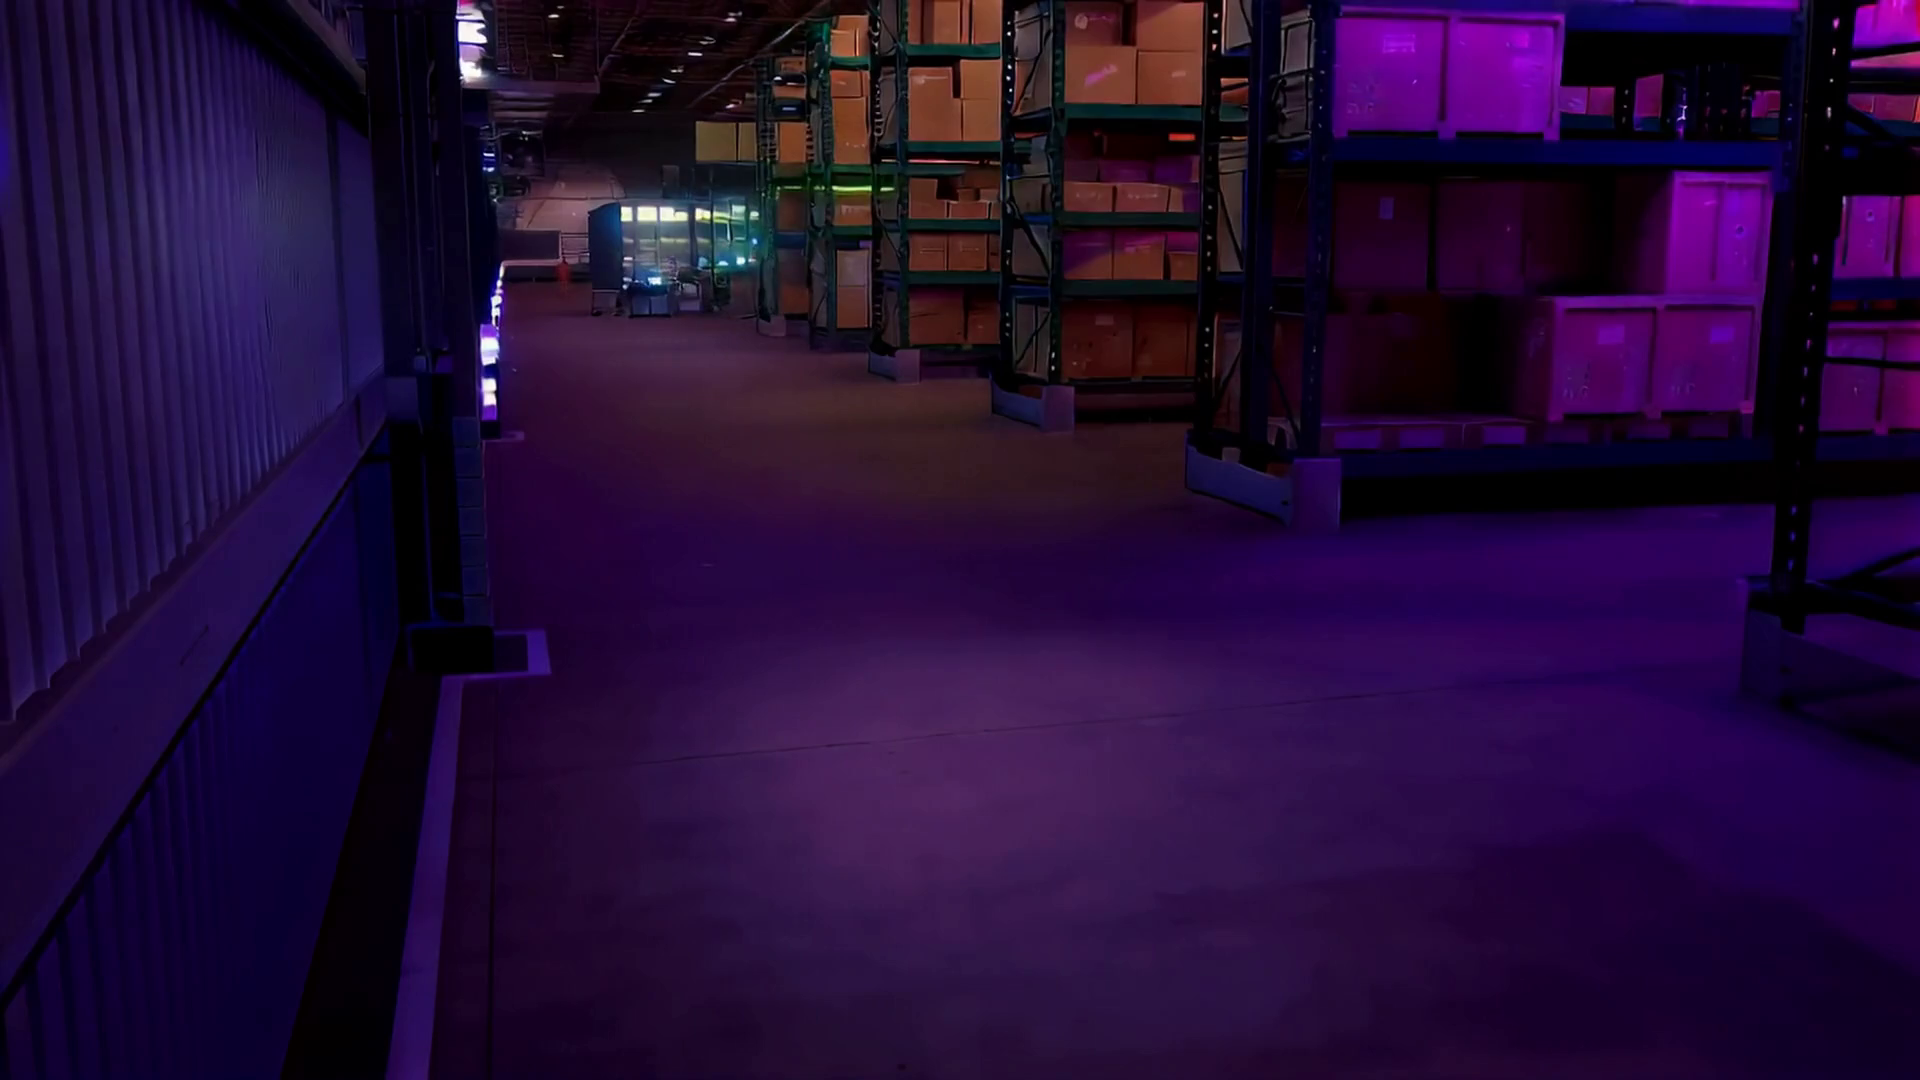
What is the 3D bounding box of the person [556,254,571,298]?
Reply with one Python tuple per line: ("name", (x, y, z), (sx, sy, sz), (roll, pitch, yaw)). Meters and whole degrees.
("person", (-15.570, -10.349, 65.269), (0.572, 1.720, 0.858), (-2, 10, -9))
